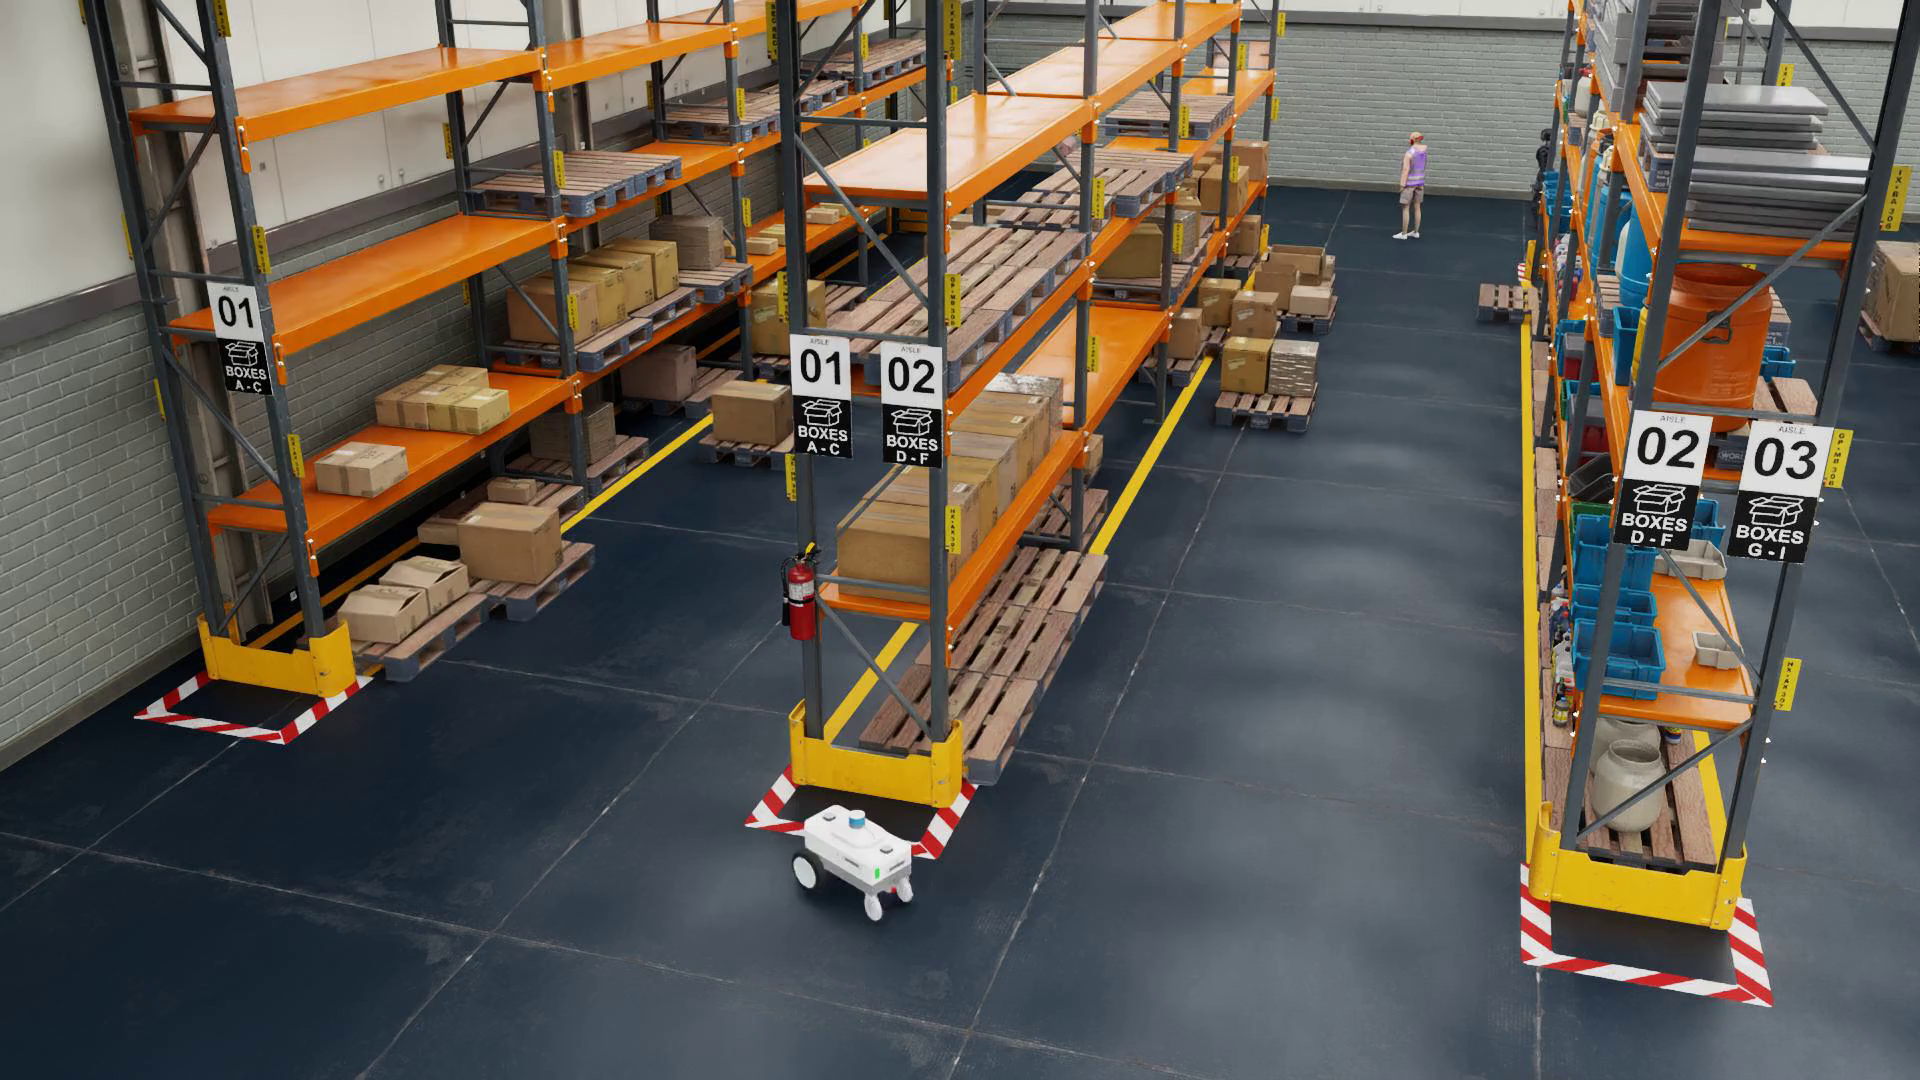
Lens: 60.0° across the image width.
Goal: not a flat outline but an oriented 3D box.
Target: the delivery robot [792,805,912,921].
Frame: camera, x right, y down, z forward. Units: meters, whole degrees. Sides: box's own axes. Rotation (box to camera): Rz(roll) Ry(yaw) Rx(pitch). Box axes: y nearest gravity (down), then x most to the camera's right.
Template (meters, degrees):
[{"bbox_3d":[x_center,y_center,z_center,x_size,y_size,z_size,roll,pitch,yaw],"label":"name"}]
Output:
[{"bbox_3d":[-0.636,1.934,10.289,0.746,0.565,0.499,21,31,39],"label":"delivery robot"}]

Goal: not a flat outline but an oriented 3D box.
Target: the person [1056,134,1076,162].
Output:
[{"bbox_3d":[1.719,-5.918,26.962,0.331,1.801,0.519,7,24,16],"label":"person"}]

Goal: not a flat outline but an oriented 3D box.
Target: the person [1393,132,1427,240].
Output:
[{"bbox_3d":[7.178,-5.619,26.413,0.489,1.688,0.351,-14,27,-29],"label":"person"}]

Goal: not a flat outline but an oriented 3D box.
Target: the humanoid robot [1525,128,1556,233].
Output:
[{"bbox_3d":[9.375,-5.794,26.842,0.338,1.657,0.601,11,25,23],"label":"humanoid robot"}]
